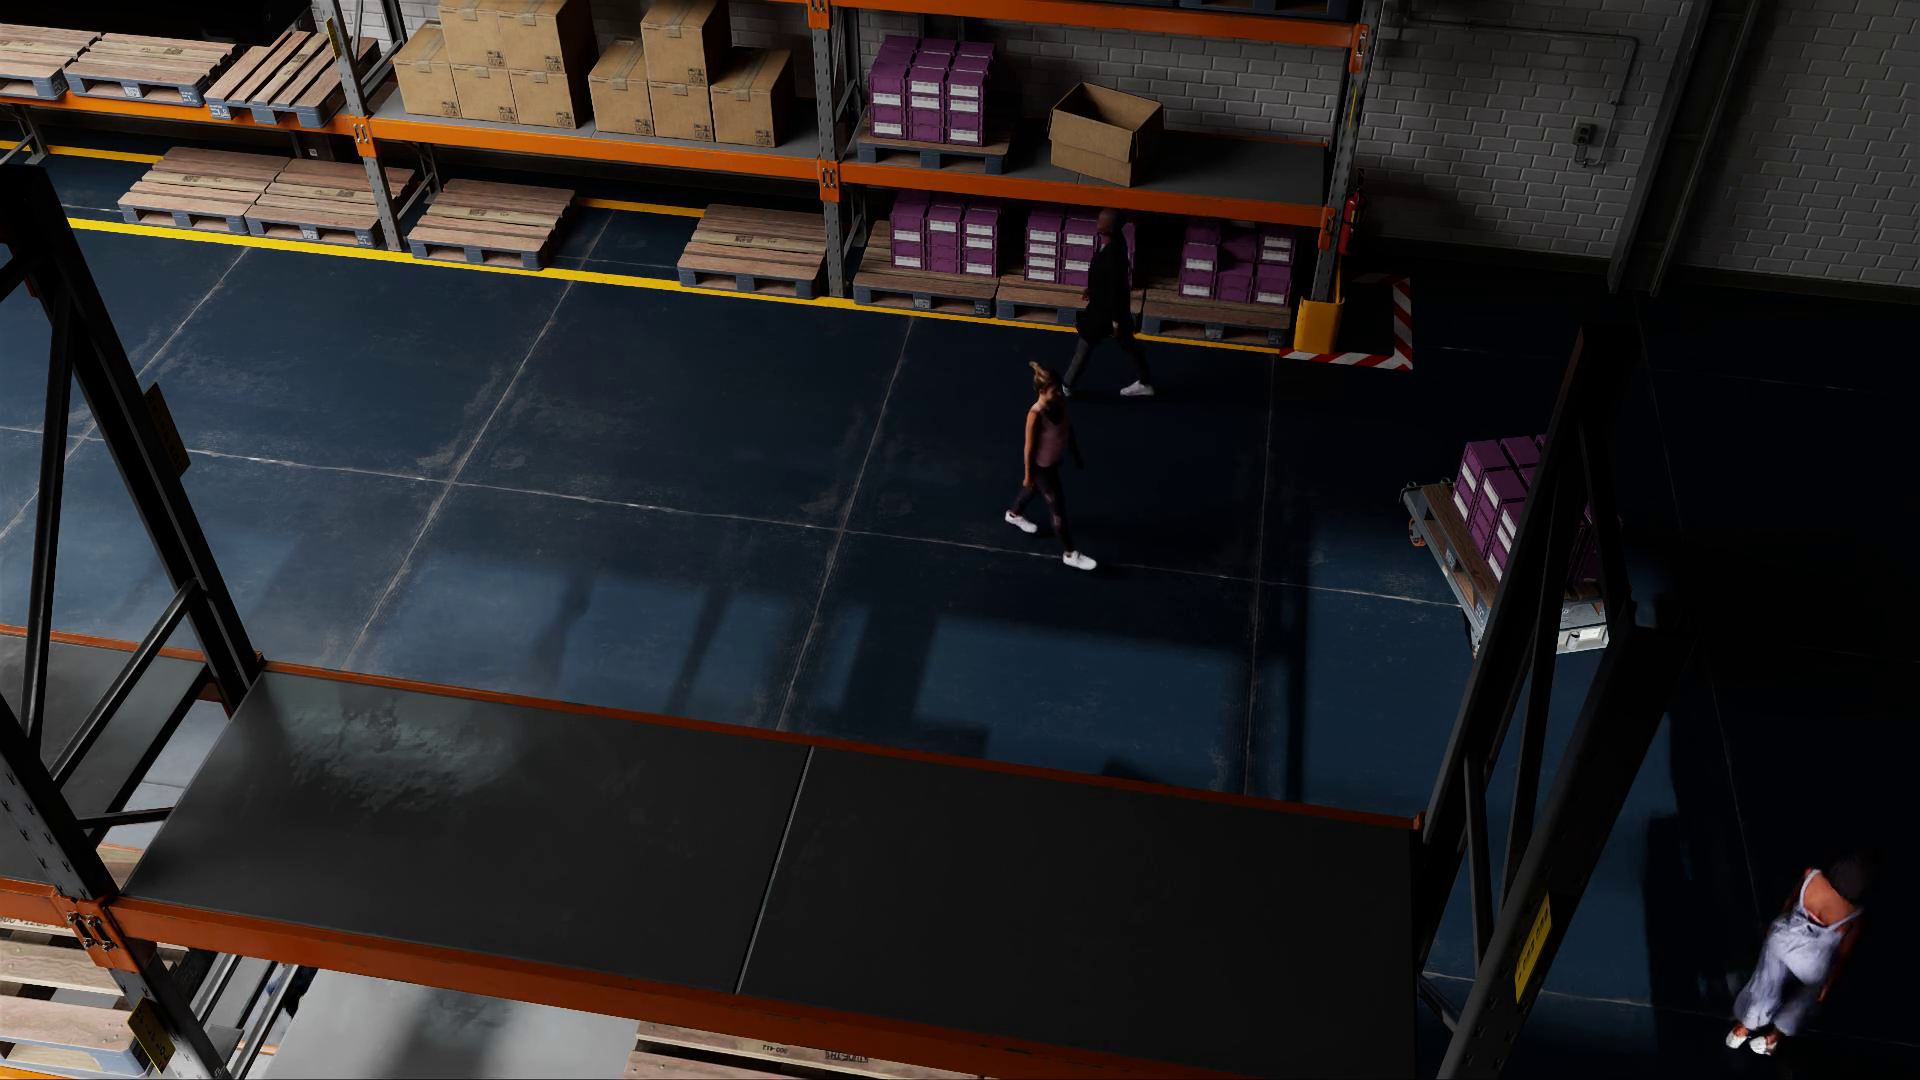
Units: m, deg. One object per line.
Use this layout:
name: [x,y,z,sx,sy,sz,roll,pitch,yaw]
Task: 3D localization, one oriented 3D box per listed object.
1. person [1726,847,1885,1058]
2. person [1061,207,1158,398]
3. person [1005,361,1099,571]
person: [4.249,2.153,8.522,0.817,1.683,0.759,-22,48,-21]
person: [1.230,-1.741,12.586,1.135,1.715,0.627,7,44,7]
person: [0.542,-0.575,11.438,1.104,1.611,0.791,22,48,21]
